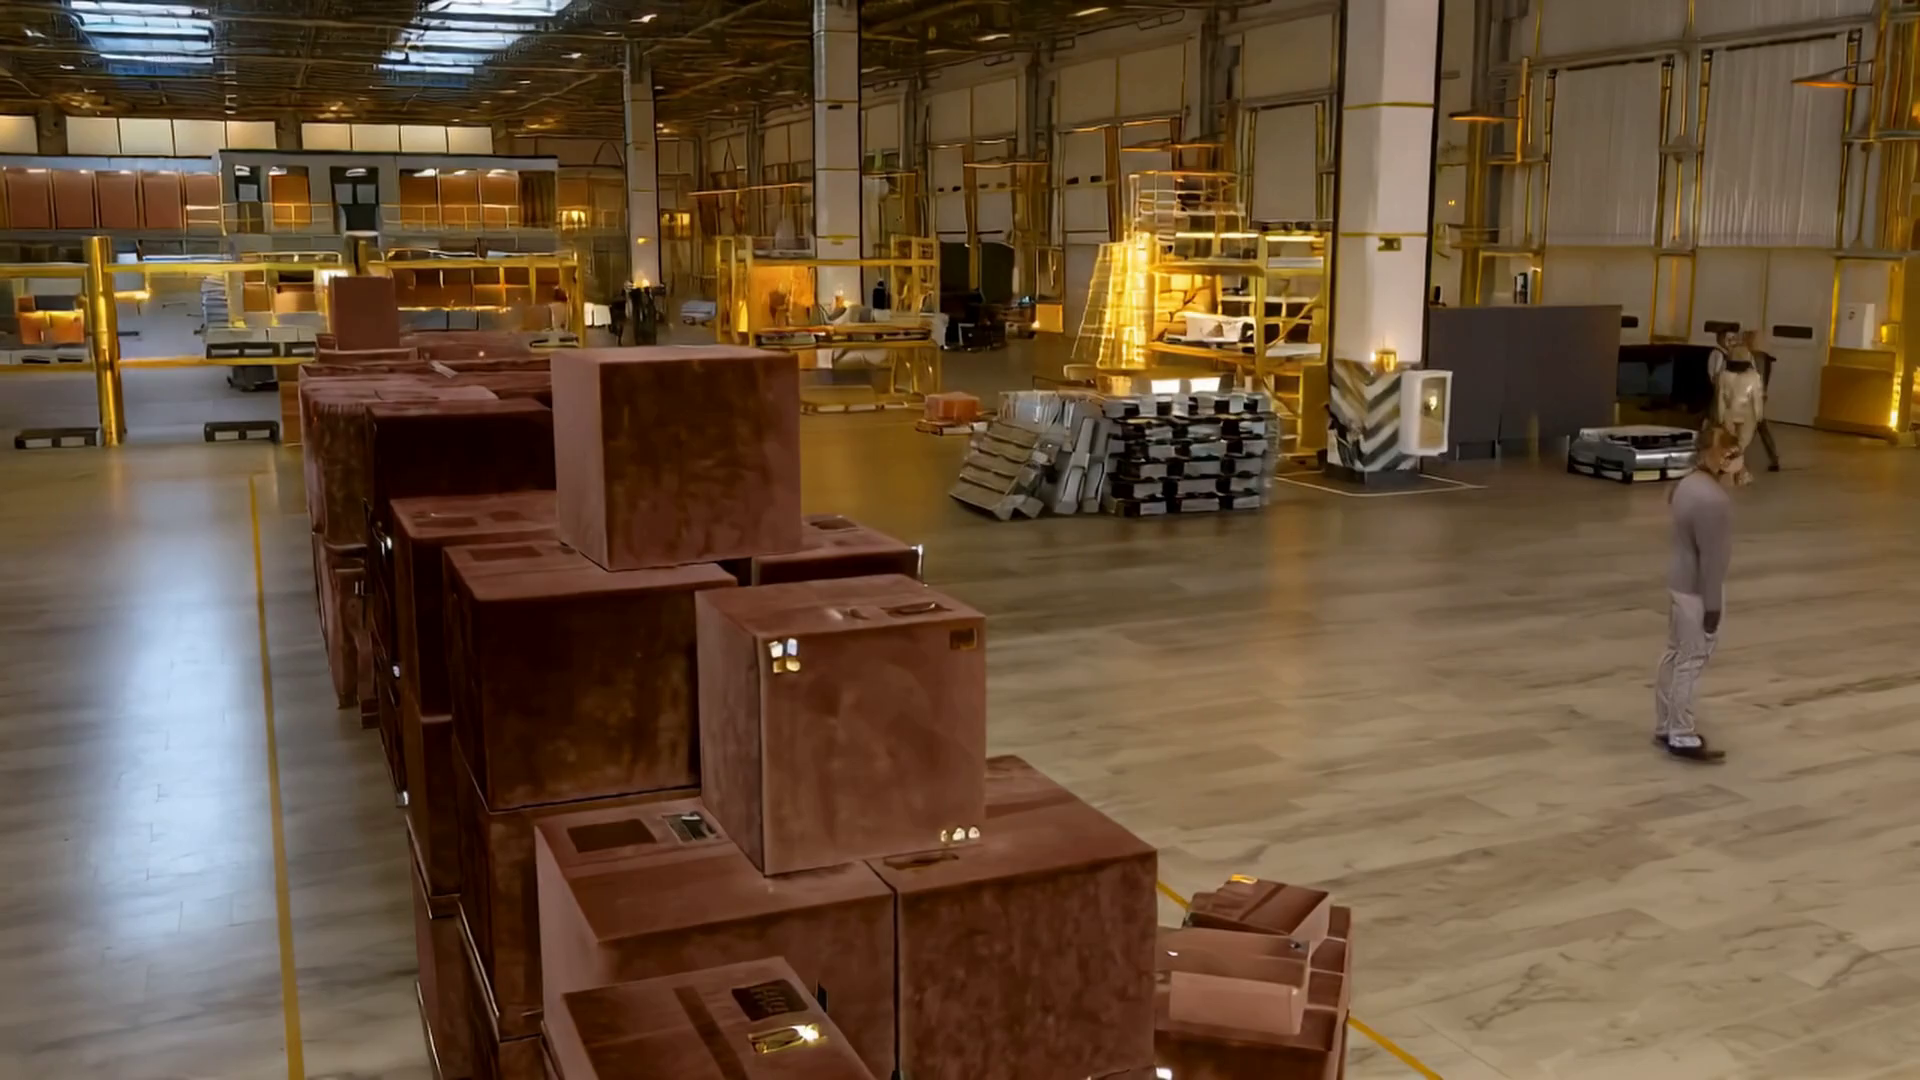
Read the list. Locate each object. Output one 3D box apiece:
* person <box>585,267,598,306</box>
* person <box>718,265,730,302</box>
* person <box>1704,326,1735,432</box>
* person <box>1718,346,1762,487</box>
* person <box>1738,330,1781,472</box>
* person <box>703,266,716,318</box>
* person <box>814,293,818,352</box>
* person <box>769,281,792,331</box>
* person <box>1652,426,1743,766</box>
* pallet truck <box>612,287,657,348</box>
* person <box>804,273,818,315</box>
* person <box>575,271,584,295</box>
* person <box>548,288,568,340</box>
[{"bbox_3d":[-14.744,-9.954,66.402,0.633,1.846,0.429,5,12,28],"label":"person"},{"bbox_3d":[-11.154,-12.256,78.827,0.635,1.935,0.452,-2,10,-12],"label":"person"},{"bbox_3d":[10.019,-1.893,21.974,0.344,1.847,0.504,5,11,24],"label":"person"},{"bbox_3d":[9.399,-1.486,20.089,0.488,1.713,0.423,9,13,40],"label":"person"},{"bbox_3d":[10.273,-1.777,21.430,0.595,1.835,0.842,-6,12,-28],"label":"person"},{"bbox_3d":[-9.374,-9.141,61.574,0.836,1.964,0.654,1,10,4],"label":"person"},{"bbox_3d":[-3.532,-5.819,43.335,0.683,1.945,0.511,9,13,40],"label":"person"},{"bbox_3d":[-5.032,-6.361,46.698,0.636,1.816,0.811,-1,10,-3],"label":"person"},{"bbox_3d":[4.248,0.309,9.577,0.359,1.938,0.632,2,10,9],"label":"person"},{"bbox_3d":[-6.464,-4.406,35.401,0.823,1.965,1.885,6,12,32],"label":"pallet truck"},{"bbox_3d":[-5.744,-9.437,64.016,0.534,1.679,0.484,-9,13,-39],"label":"person"},{"bbox_3d":[-15.509,-10.059,67.349,0.418,1.723,0.657,-10,14,-43],"label":"person"},{"bbox_3d":[-9.231,-4.866,38.294,0.533,1.868,0.310,3,11,17],"label":"person"}]
